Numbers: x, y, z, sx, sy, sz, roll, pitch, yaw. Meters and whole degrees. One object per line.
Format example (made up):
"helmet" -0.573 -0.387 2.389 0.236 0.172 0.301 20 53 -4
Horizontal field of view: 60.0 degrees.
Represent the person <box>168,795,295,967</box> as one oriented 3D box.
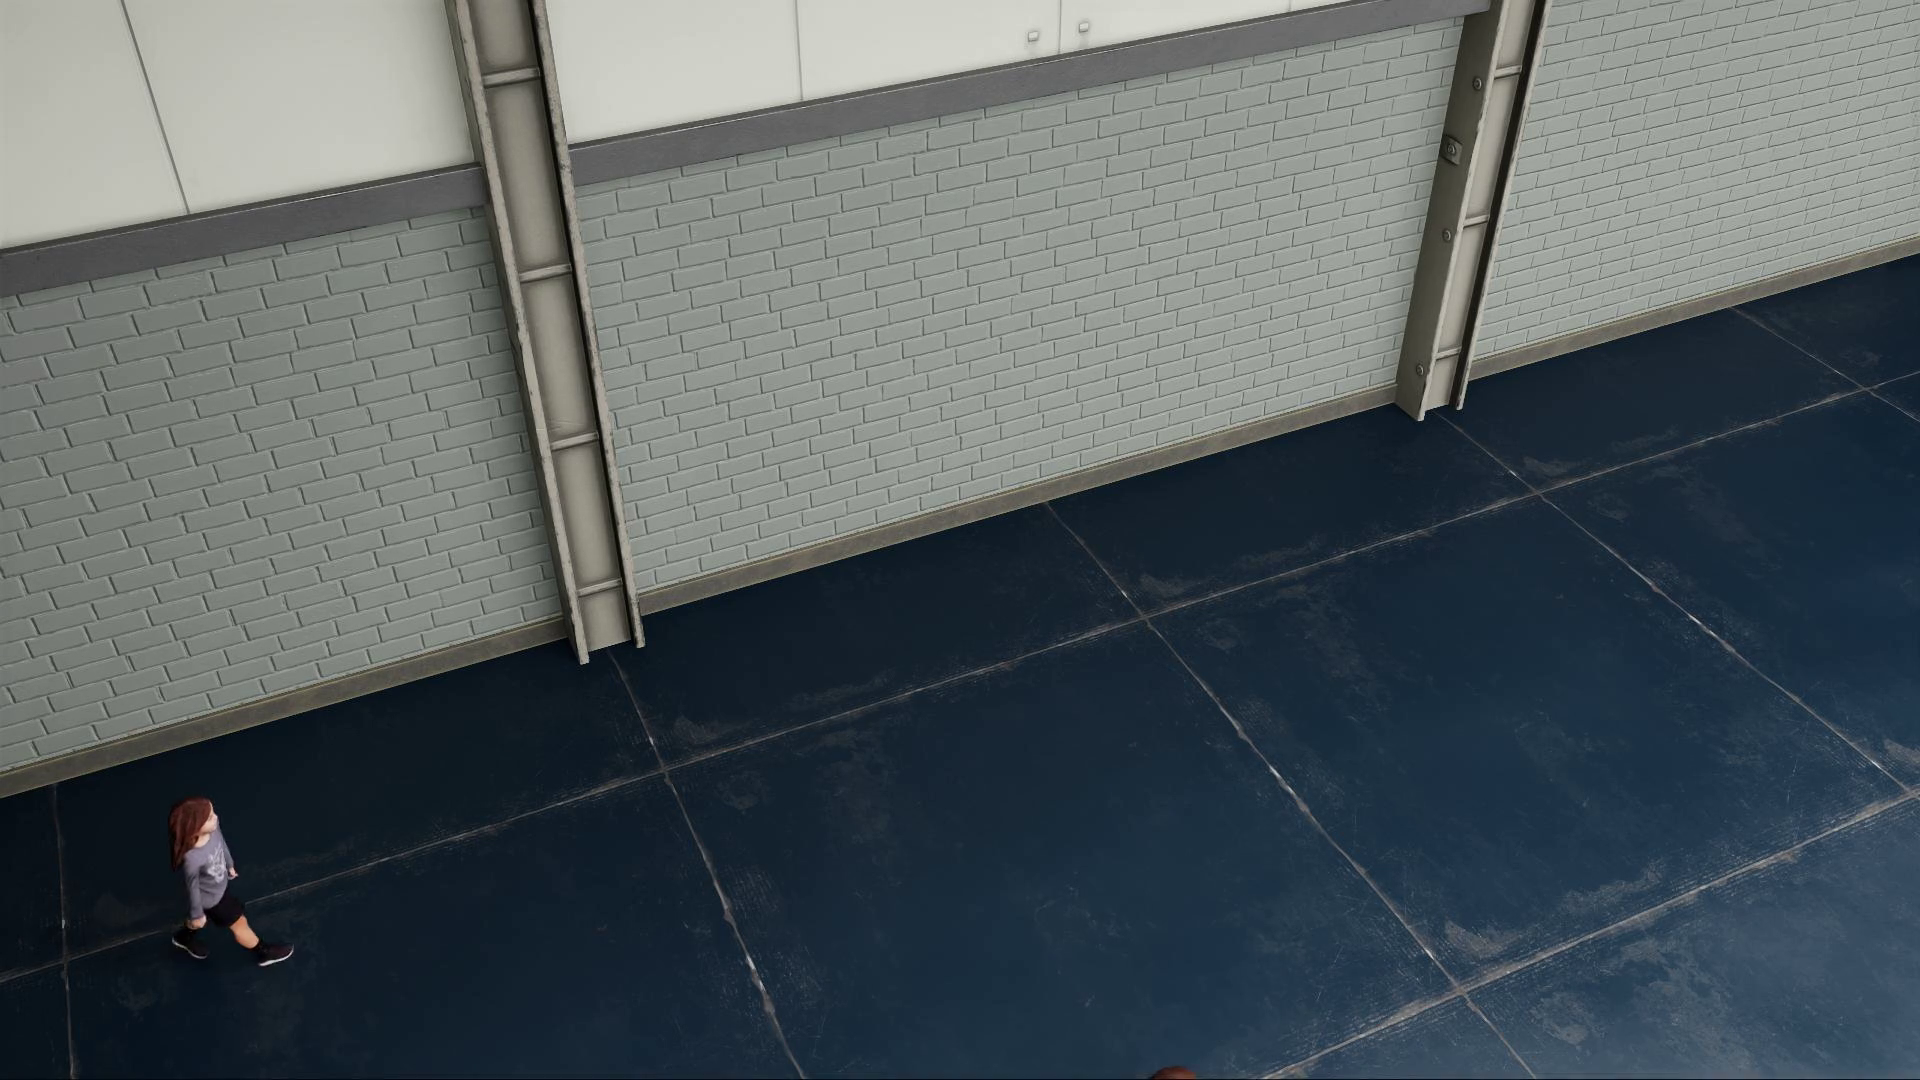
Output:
"person" -3.541 1.597 7.703 0.866 1.084 0.667 -1 38 -1
